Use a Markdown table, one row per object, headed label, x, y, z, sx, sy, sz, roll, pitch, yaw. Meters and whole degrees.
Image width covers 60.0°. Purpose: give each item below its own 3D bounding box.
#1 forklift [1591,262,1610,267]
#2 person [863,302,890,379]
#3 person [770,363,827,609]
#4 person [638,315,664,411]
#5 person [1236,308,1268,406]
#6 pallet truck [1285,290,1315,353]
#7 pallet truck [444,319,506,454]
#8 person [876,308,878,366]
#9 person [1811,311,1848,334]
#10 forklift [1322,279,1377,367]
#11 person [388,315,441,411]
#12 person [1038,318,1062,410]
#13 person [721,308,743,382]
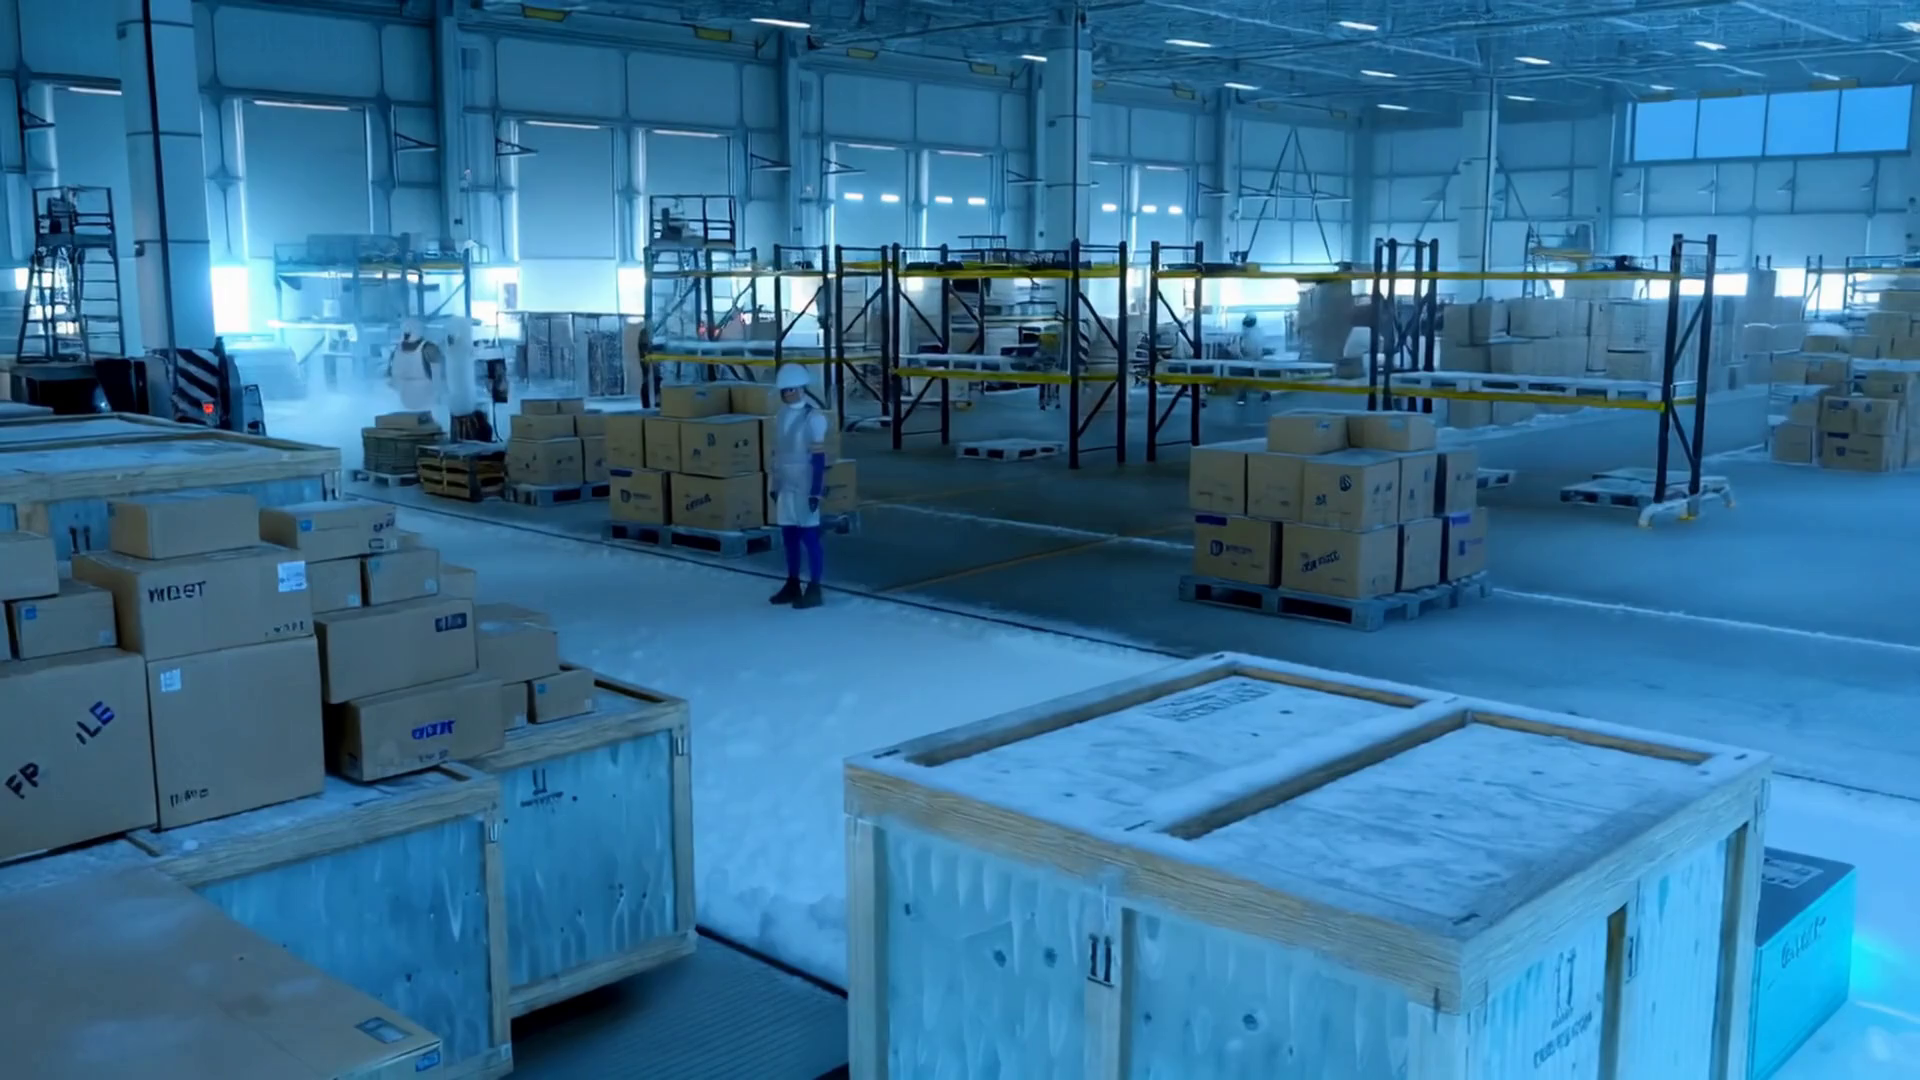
| label | x | y | z | sx | sy | sz | roll | pitch | yaw |
| --- | --- | --- | --- | --- | --- | --- | --- | --- | --- |
| forklift | 17.448 | -6.206 | 45.597 | 1.873 | 2.768 | 1.129 | 3 | 10 | 17 |
| person | -2.026 | -4.860 | 40.452 | 0.662 | 1.871 | 0.993 | -1 | 9 | -7 |
| person | -1.290 | -0.424 | 13.050 | 0.544 | 1.931 | 0.373 | 9 | 13 | 43 |
| person | -5.482 | -3.080 | 29.627 | 0.430 | 1.839 | 0.619 | -6 | 11 | -33 |
| person | 5.693 | -3.543 | 32.247 | 0.658 | 1.907 | 0.607 | -7 | 12 | -38 |
| pallet truck | 11.297 | -6.951 | 52.861 | 1.885 | 1.965 | 0.823 | -5 | 11 | -29 |
| pallet truck | -6.981 | -1.942 | 22.150 | 1.885 | 1.965 | 0.823 | 1 | 9 | 9 |
| person | -2.154 | -5.384 | 44.382 | 0.312 | 1.633 | 0.520 | 0 | 9 | -2 |
| person | 15.752 | -3.201 | 30.203 | 0.642 | 1.886 | 1.019 | 4 | 10 | 23 |
| forklift | 10.103 | -5.998 | 44.322 | 1.873 | 2.768 | 1.129 | -3 | 10 | -15 |
| person | -7.851 | -2.218 | 23.709 | 0.708 | 2.000 | 0.989 | 3 | 10 | 18 |
| person | 1.715 | -3.327 | 31.462 | 0.484 | 1.735 | 0.335 | -5 | 10 | -27 |
| person | -4.230 | -3.357 | 31.046 | 0.369 | 1.932 | 0.633 | -7 | 12 | -37 |
